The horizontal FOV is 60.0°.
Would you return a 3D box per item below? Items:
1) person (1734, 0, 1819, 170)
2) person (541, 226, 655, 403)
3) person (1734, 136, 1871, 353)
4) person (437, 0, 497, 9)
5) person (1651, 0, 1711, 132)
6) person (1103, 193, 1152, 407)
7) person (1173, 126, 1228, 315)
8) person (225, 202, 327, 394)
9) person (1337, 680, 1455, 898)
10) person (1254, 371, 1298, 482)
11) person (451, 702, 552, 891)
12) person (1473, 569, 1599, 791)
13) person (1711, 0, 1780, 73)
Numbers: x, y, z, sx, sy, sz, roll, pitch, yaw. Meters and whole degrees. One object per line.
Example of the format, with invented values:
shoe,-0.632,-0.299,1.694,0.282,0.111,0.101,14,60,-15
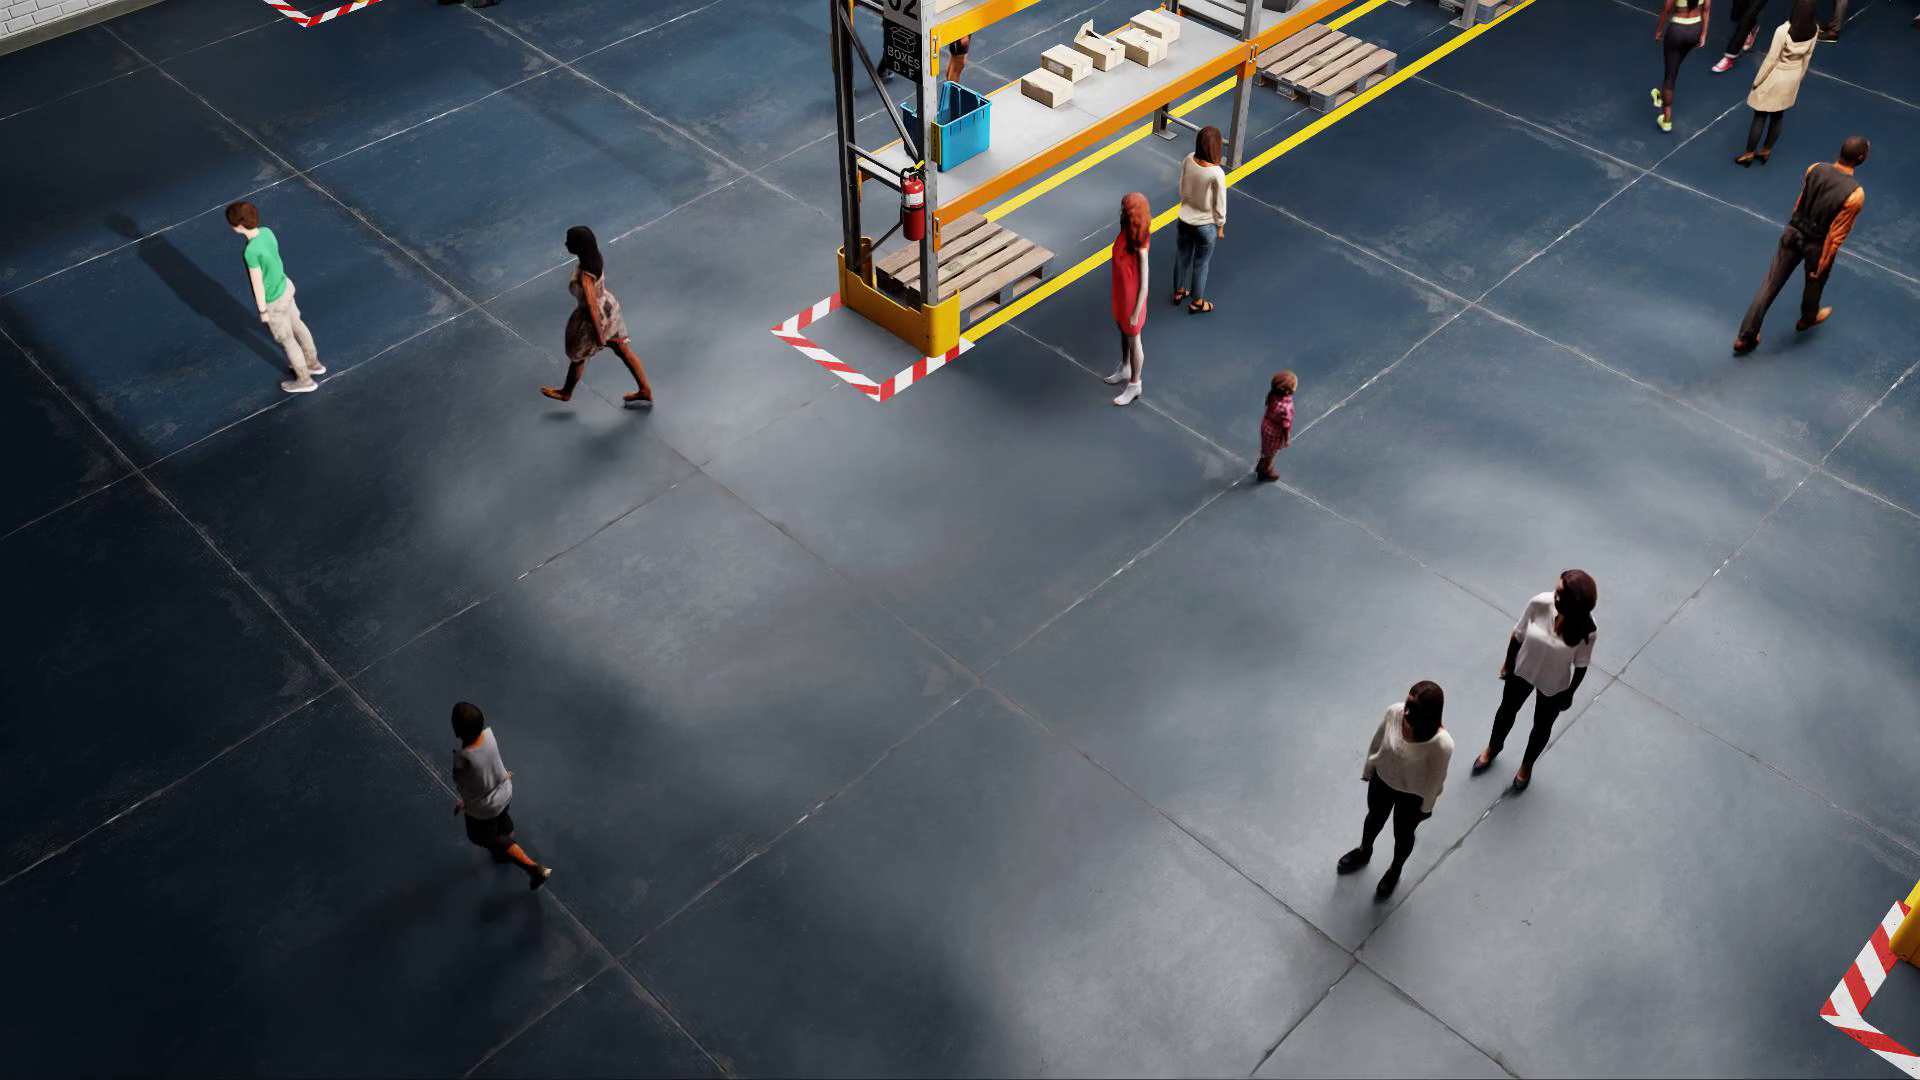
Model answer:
person,7.480,-4.188,15.196,0.662,1.680,0.786,-9,44,-10
person,-2.658,-1.660,12.601,1.136,1.599,1.092,2,44,2
person,6.584,-2.283,13.063,1.296,1.863,0.909,-23,48,-22
person,-5.284,-6.511,17.496,1.014,1.870,0.906,-12,45,-12
person,6.825,-4.686,15.691,0.954,1.717,1.002,2,44,2
person,1.296,-1.832,12.617,0.694,1.826,0.678,-8,44,-8
person,1.944,-2.608,13.535,0.555,1.682,0.637,-29,51,-27
person,-5.254,-1.884,12.800,0.711,1.649,0.645,1,44,1
person,2.477,1.380,9.343,0.551,1.691,0.624,-32,52,-29
person,2.261,-0.818,12.143,0.513,1.012,0.488,-15,46,-15
person,-2.658,1.442,9.457,0.743,1.443,0.844,25,49,24
person,3.447,0.815,9.862,0.632,1.793,0.549,29,51,27
person,8.013,-5.584,16.630,1.104,1.724,0.750,-27,50,-25
